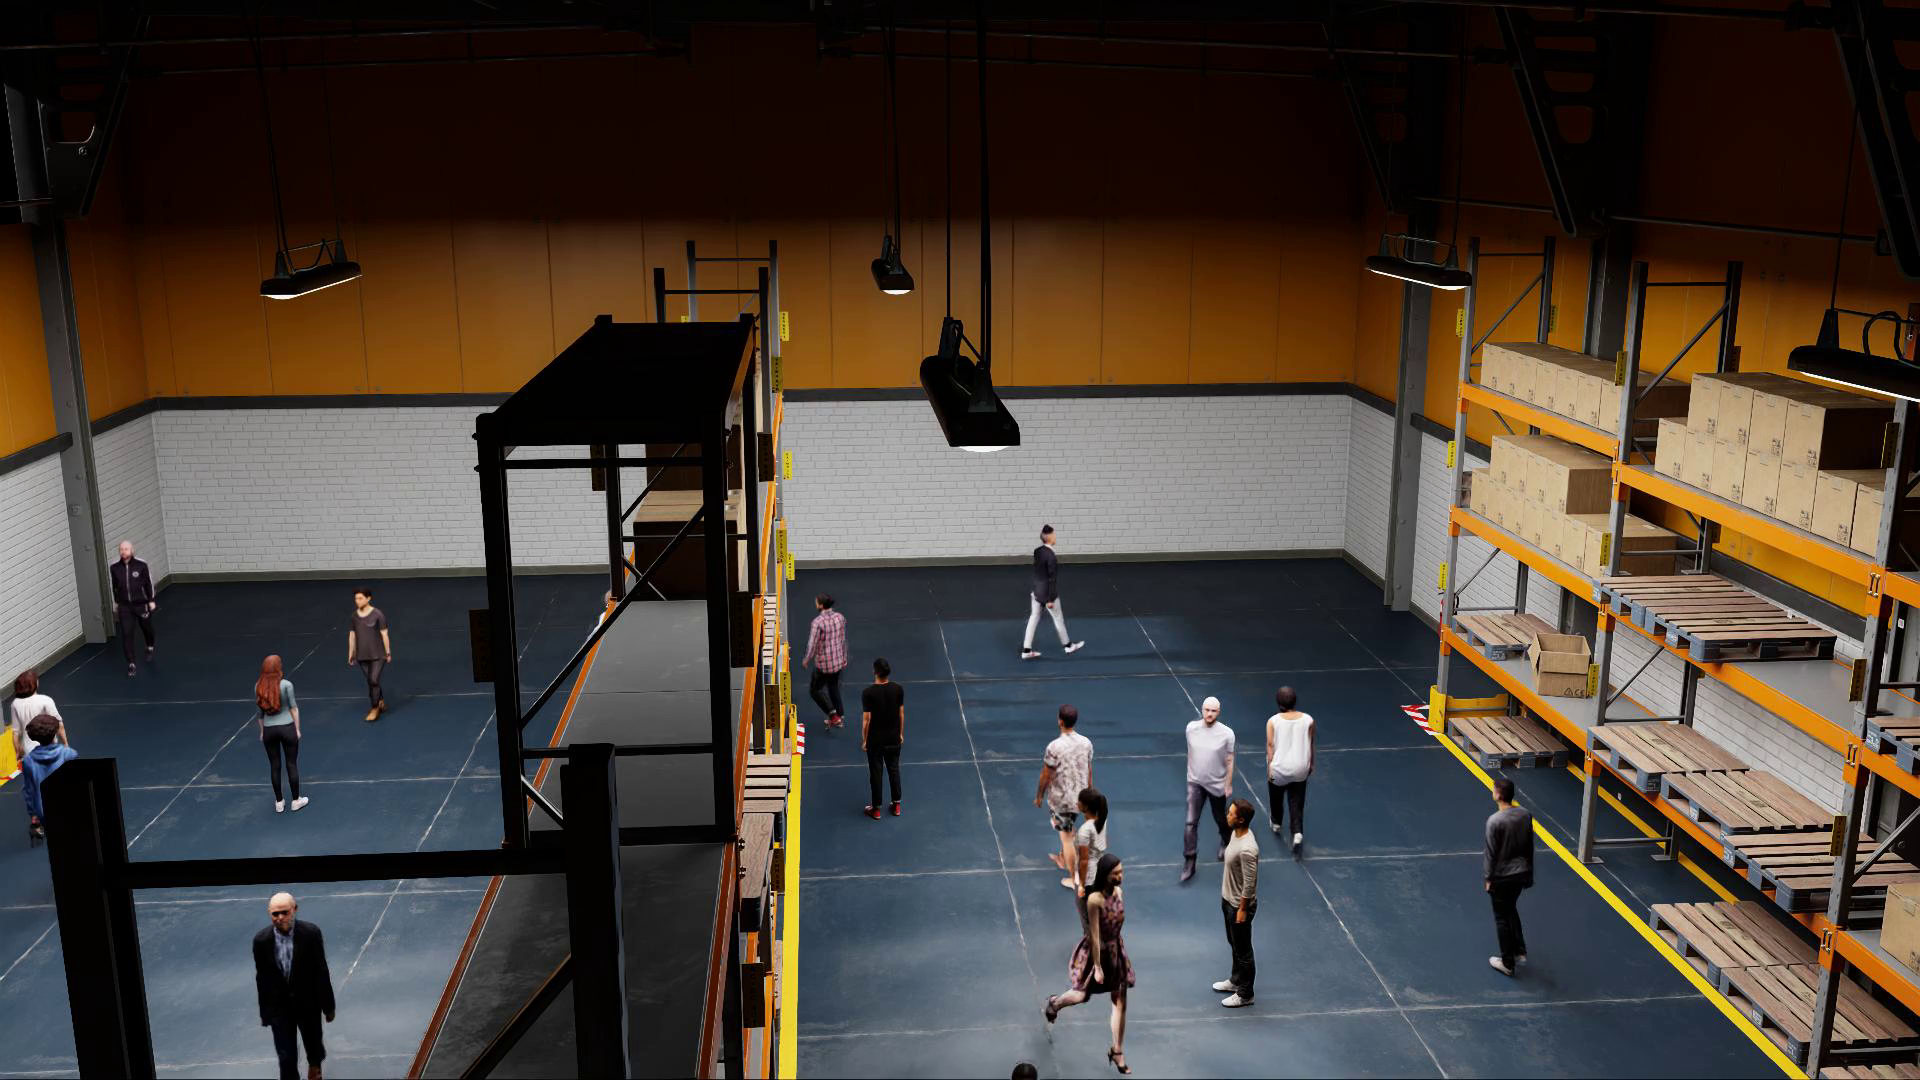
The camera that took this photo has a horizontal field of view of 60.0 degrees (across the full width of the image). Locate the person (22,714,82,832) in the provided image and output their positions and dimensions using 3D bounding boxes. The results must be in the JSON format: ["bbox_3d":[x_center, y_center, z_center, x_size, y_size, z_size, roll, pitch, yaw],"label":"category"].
[{"bbox_3d":[-8.603,2.580,15.830,0.757,1.764,1.179,-3,14,-10],"label":"person"}]

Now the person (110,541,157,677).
[{"bbox_3d":[-11.269,0.891,22.745,0.873,1.792,1.306,-4,14,-16],"label":"person"}]

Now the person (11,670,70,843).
[{"bbox_3d":[-9.541,2.268,17.183,0.633,1.734,1.141,-1,14,-4],"label":"person"}]

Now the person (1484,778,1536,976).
[{"bbox_3d":[4.795,2.939,14.394,0.731,1.741,0.750,-5,15,-21],"label":"person"}]

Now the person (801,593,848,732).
[{"bbox_3d":[-1.591,1.508,20.295,0.954,1.745,0.893,13,19,43],"label":"person"}]

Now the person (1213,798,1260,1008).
[{"bbox_3d":[2.353,3.016,13.927,0.722,1.811,0.465,-1,14,-3],"label":"person"}]

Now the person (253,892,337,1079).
[{"bbox_3d":[-4.919,3.419,12.344,0.827,1.775,1.187,-4,14,-16],"label":"person"}]

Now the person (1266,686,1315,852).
[{"bbox_3d":[3.364,2.348,17.020,0.719,1.654,1.115,0,14,1],"label":"person"}]

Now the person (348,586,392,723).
[{"bbox_3d":[-7.362,1.388,20.899,0.773,1.696,0.885,4,14,14],"label":"person"}]

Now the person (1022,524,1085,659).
[{"bbox_3d":[1.092,0.744,23.112,1.086,1.905,1.223,-7,15,-28],"label":"person"}]

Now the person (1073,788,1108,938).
[{"bbox_3d":[1.161,2.953,14.552,0.738,1.639,0.639,7,15,28],"label":"person"}]

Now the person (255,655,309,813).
[{"bbox_3d":[-7.339,2.081,17.935,0.574,1.742,0.536,-1,14,-3],"label":"person"}]

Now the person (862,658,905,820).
[{"bbox_3d":[-0.820,2.111,17.782,0.691,1.757,0.661,-6,15,-22],"label":"person"}]

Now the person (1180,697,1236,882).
[{"bbox_3d":[2.505,2.402,16.477,1.106,1.805,1.313,7,15,26],"label":"person"}]

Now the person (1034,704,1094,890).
[{"bbox_3d":[1.091,2.511,16.062,0.937,1.788,1.080,-9,16,-33],"label":"person"}]

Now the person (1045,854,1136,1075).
[{"bbox_3d":[1.040,3.277,12.991,1.065,1.745,1.175,-13,19,-43],"label":"person"}]
